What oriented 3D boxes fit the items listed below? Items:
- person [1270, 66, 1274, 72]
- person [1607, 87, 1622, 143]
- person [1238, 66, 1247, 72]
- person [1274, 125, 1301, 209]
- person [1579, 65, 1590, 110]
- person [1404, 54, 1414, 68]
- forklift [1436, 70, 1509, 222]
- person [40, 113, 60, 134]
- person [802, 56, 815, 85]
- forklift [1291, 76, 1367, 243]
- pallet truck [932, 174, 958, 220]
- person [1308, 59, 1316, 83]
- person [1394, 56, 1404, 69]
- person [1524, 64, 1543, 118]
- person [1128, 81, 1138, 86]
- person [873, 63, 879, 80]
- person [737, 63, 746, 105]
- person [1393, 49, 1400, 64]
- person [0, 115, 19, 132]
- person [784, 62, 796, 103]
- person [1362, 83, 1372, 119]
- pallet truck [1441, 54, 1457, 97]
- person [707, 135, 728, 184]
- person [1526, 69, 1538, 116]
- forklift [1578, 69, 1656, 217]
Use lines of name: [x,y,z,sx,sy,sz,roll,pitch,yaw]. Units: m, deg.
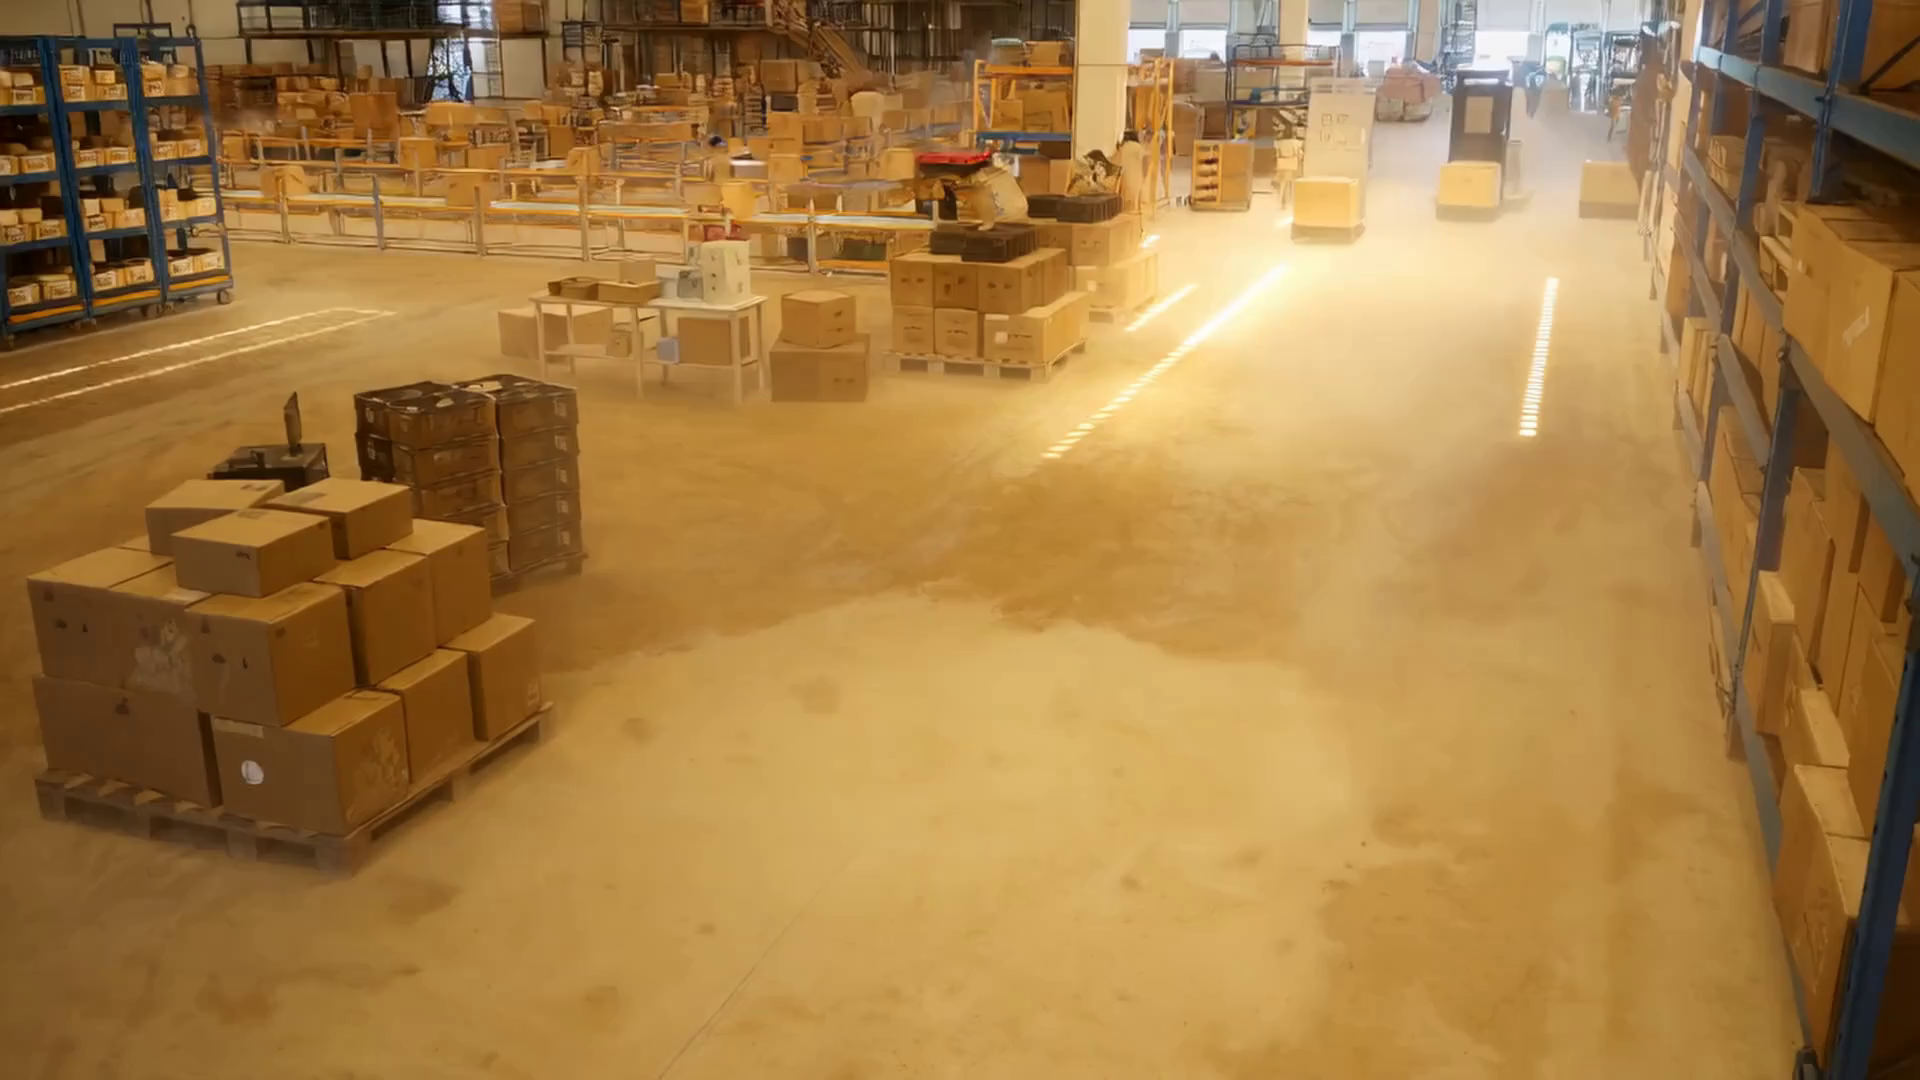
person: [14.412,-21.020,75.935,0.642,1.823,0.449,5,18,16]
person: [20.148,-13.081,51.177,0.316,1.695,0.541,5,18,17]
person: [11.457,-18.467,67.744,0.371,1.915,0.595,-12,21,-33]
person: [6.714,-7.648,34.115,0.551,1.680,0.386,5,18,16]
person: [24.819,-17.940,66.165,0.574,1.876,0.356,-15,23,-40]
person: [21.518,-22.271,79.663,0.368,1.938,0.632,-10,20,-28]
forklift: [10.029,-7.692,32.324,1.129,2.768,1.873,7,19,22]
person: [-22.433,-10.095,41.247,0.388,2.036,0.605,5,18,16]
person: [-6.870,-21.054,75.793,0.613,1.963,0.362,3,18,10]
forklift: [6.598,-6.755,29.381,1.129,2.768,1.873,6,19,19]
pallet truck: [-0.507,-5.292,27.348,0.653,1.274,1.630,6,19,19]
person: [19.740,-26.629,93.268,0.392,1.991,0.612,7,19,20]
person: [21.669,-22.951,82.045,0.628,1.787,1.000,-12,21,-33]
person: [21.655,-16.978,62.865,0.695,2.000,0.671,8,19,24]
person: [6.478,-16.616,61.900,0.376,1.934,0.547,14,22,37]
person: [-3.421,-18.497,67.927,0.332,1.864,0.514,3,18,9]
person: [-9.493,-19.764,72.066,0.319,1.767,0.534,-6,19,-19]
person: [23.858,-25.977,91.373,0.817,1.904,0.591,2,18,7]
person: [-27.810,-12.327,48.471,0.651,1.906,0.402,-4,18,-14]
person: [-7.339,-20.287,73.660,0.951,1.804,0.523,-3,18,-8]
person: [12.615,-13.392,52.007,0.584,1.782,0.903,-10,20,-28]
pallet truck: [22.765,-21.886,78.355,0.823,1.965,1.885,-4,18,-14]
person: [-4.566,-6.623,30.831,0.877,1.717,0.547,5,18,14]
person: [22.285,-17.393,64.480,0.644,1.853,0.501,-3,18,-8]
forklift: [13.219,-7.740,32.475,1.873,2.768,1.129,6,19,18]
